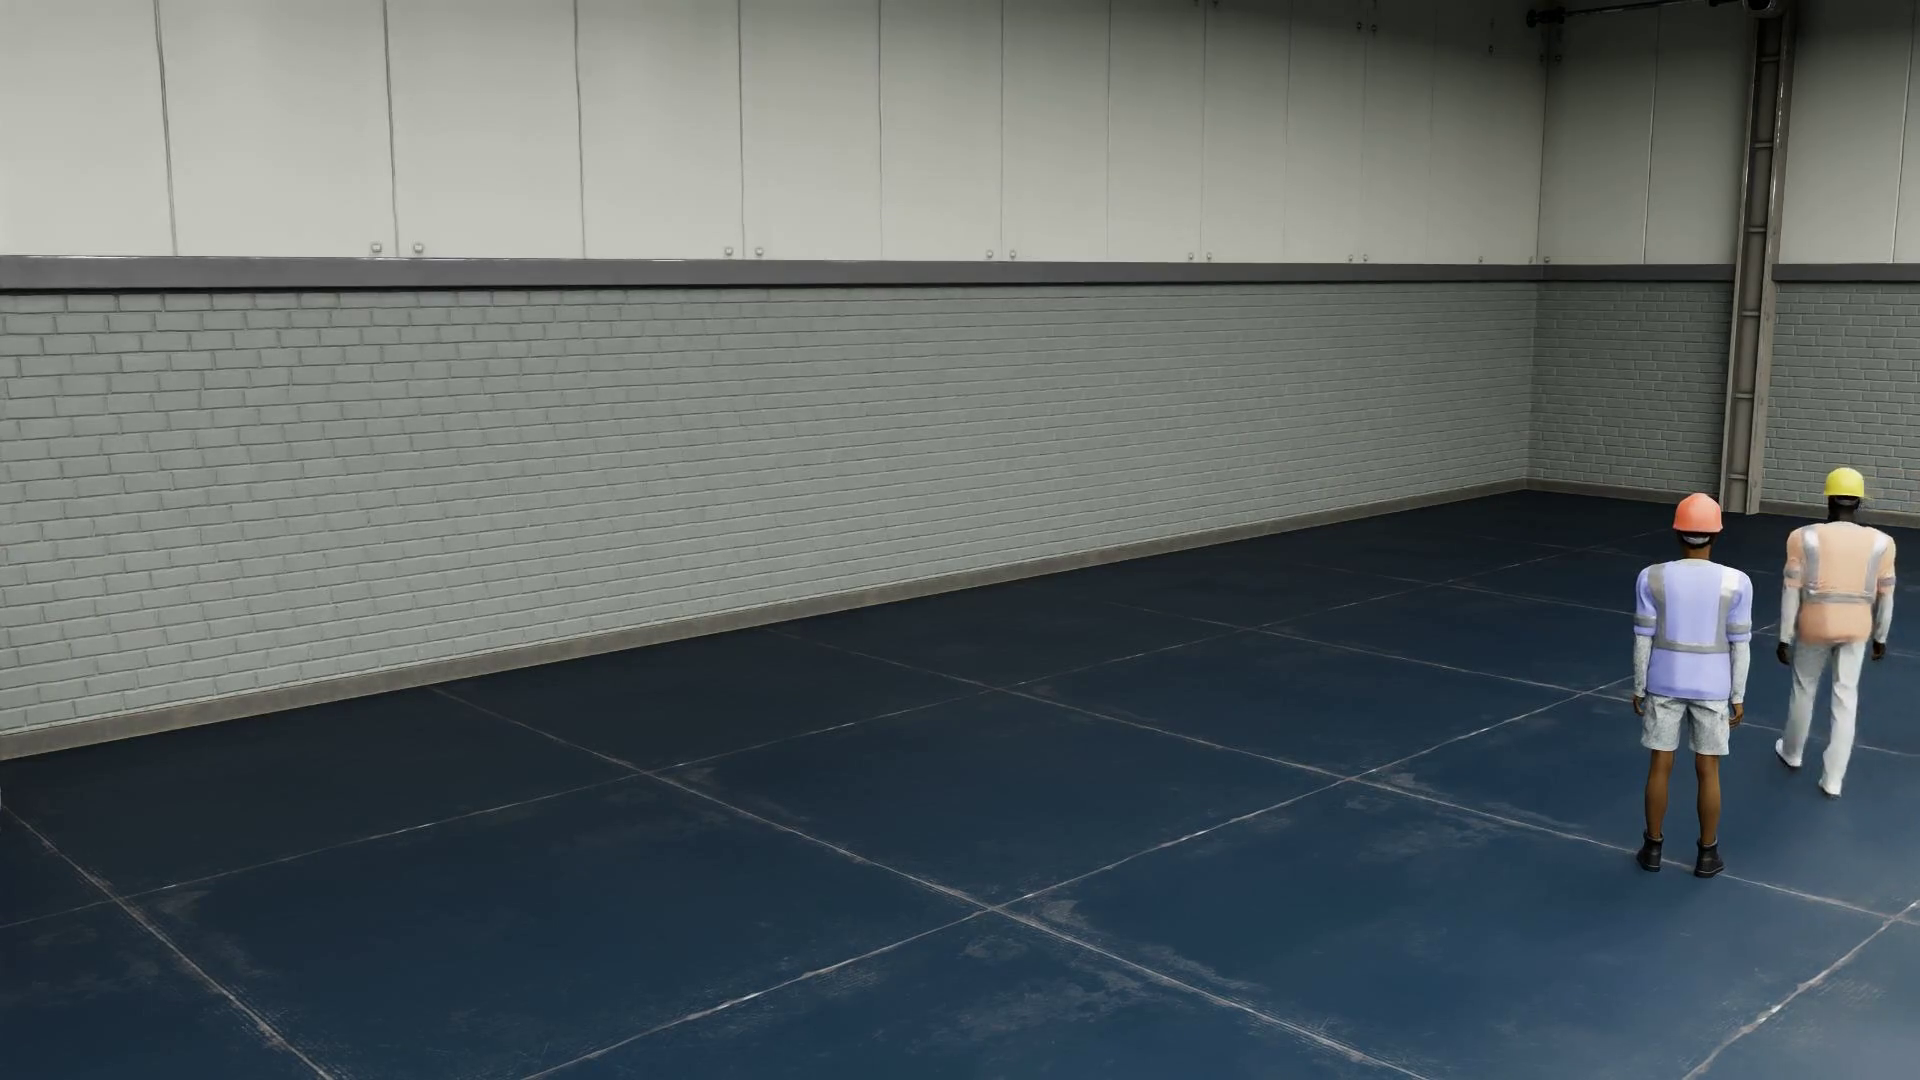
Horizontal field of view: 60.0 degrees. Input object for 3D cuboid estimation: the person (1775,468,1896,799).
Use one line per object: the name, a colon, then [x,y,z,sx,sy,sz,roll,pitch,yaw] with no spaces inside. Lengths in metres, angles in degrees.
person: [5.146,0.513,9.835,0.619,1.885,0.910,3,10,16]

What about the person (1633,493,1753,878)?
person: [3.659,0.729,8.355,0.543,1.942,0.350,4,10,25]
